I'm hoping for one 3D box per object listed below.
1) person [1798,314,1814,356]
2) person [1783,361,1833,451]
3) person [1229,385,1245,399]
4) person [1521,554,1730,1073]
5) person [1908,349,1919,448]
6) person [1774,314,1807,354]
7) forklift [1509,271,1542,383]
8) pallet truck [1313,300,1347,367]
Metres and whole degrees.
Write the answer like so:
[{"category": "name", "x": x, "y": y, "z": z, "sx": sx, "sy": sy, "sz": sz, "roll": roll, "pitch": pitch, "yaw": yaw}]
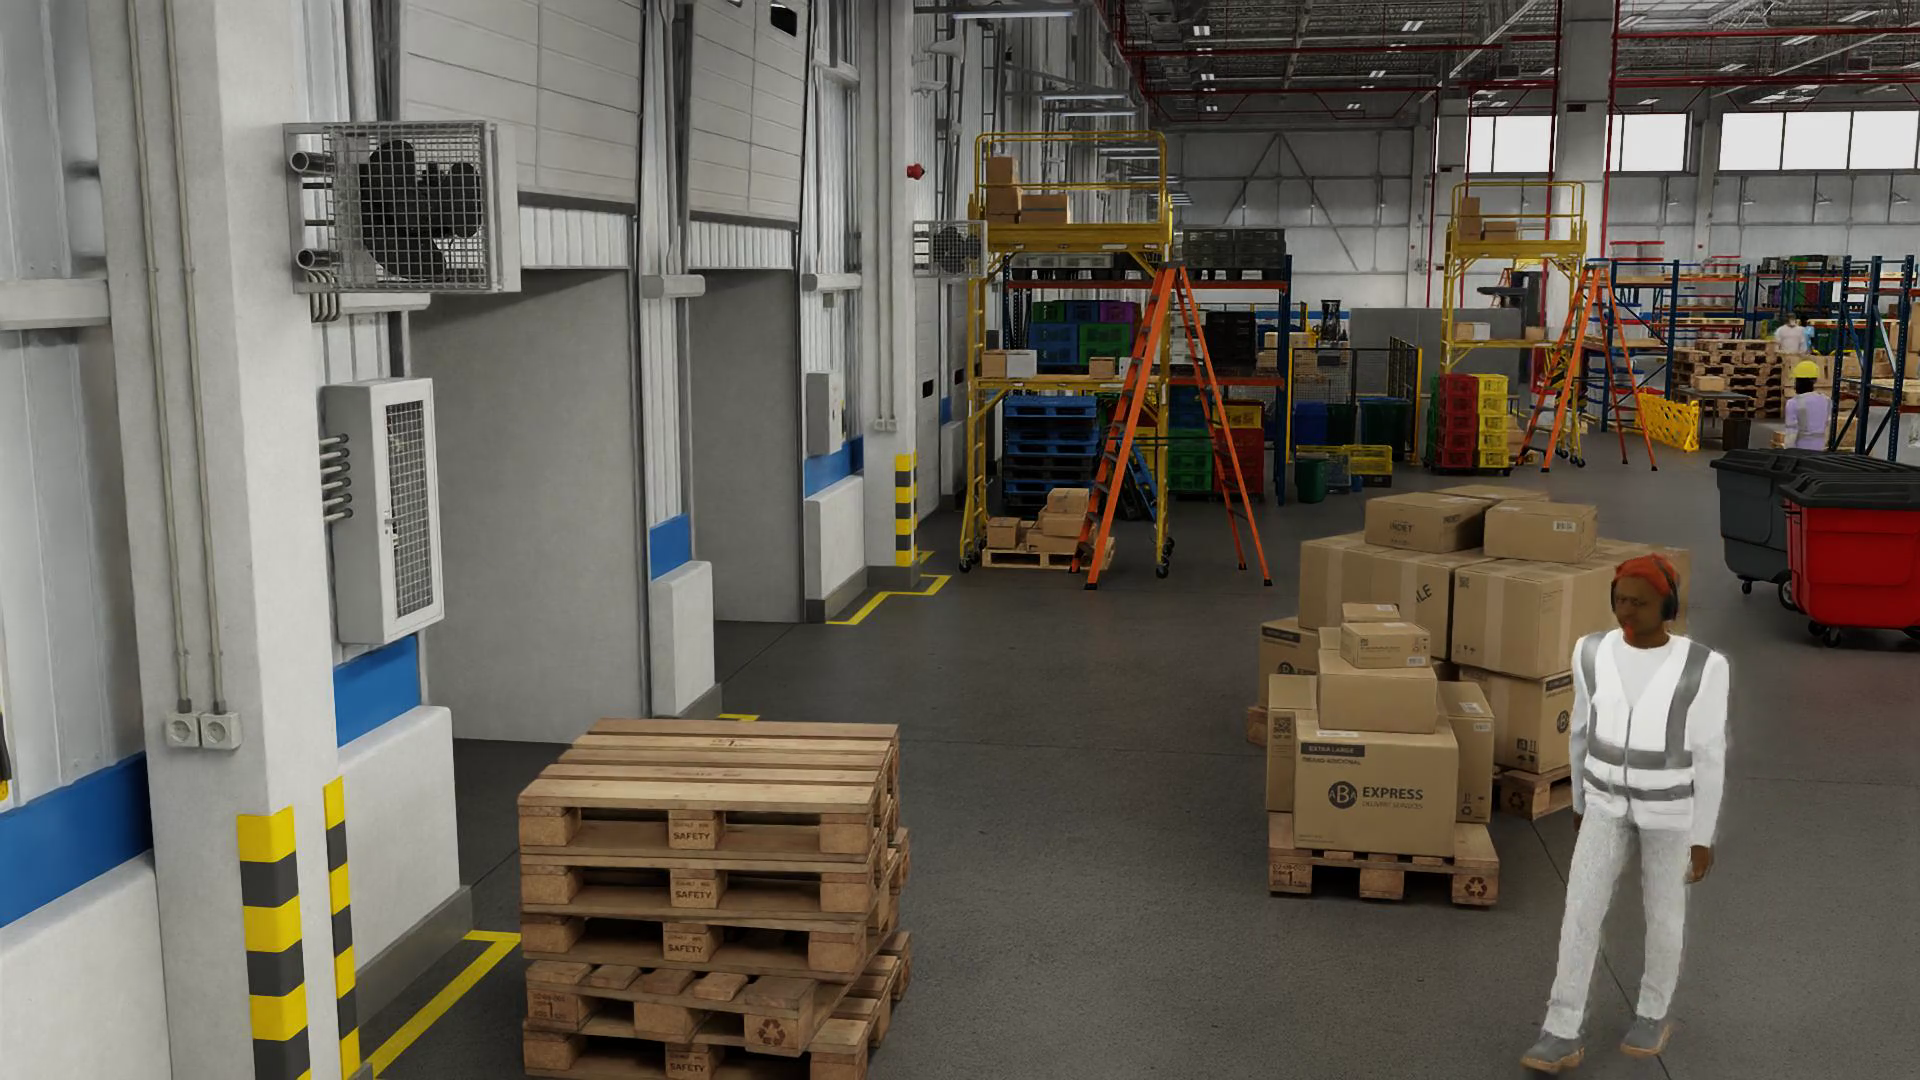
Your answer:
[{"category": "person", "x": 22.401, "y": -5.157, "z": 44.233, "sx": 0.545, "sy": 1.683, "sz": 0.423, "roll": 3, "pitch": 10, "yaw": 20}, {"category": "person", "x": 8.641, "y": -0.867, "z": 17.080, "sx": 0.626, "sy": 1.922, "sz": 0.379, "roll": -4, "pitch": 10, "yaw": -24}, {"category": "person", "x": 5.796, "y": -3.568, "z": 34.591, "sx": 0.523, "sy": 1.638, "sz": 0.310, "roll": 9, "pitch": 13, "yaw": 44}, {"category": "person", "x": 2.346, "y": 0.985, "z": 5.839, "sx": 0.597, "sy": 1.849, "sz": 0.872, "roll": 8, "pitch": 12, "yaw": 42}, {"category": "person", "x": 15.507, "y": -2.344, "z": 26.753, "sx": 0.323, "sy": 1.736, "sz": 0.488, "roll": 4, "pitch": 10, "yaw": 25}, {"category": "person", "x": 18.446, "y": -4.071, "z": 36.928, "sx": 0.635, "sy": 1.884, "sz": 1.014, "roll": 1, "pitch": 9, "yaw": 4}, {"category": "forklift", "x": 14.092, "y": -5.322, "z": 41.590, "sx": 1.873, "sy": 2.768, "sz": 1.129, "roll": -2, "pitch": 9, "yaw": -11}, {"category": "pallet truck", "x": 11.159, "y": -6.200, "z": 49.718, "sx": 0.823, "sy": 1.965, "sz": 1.885, "roll": 4, "pitch": 10, "yaw": 26}]
